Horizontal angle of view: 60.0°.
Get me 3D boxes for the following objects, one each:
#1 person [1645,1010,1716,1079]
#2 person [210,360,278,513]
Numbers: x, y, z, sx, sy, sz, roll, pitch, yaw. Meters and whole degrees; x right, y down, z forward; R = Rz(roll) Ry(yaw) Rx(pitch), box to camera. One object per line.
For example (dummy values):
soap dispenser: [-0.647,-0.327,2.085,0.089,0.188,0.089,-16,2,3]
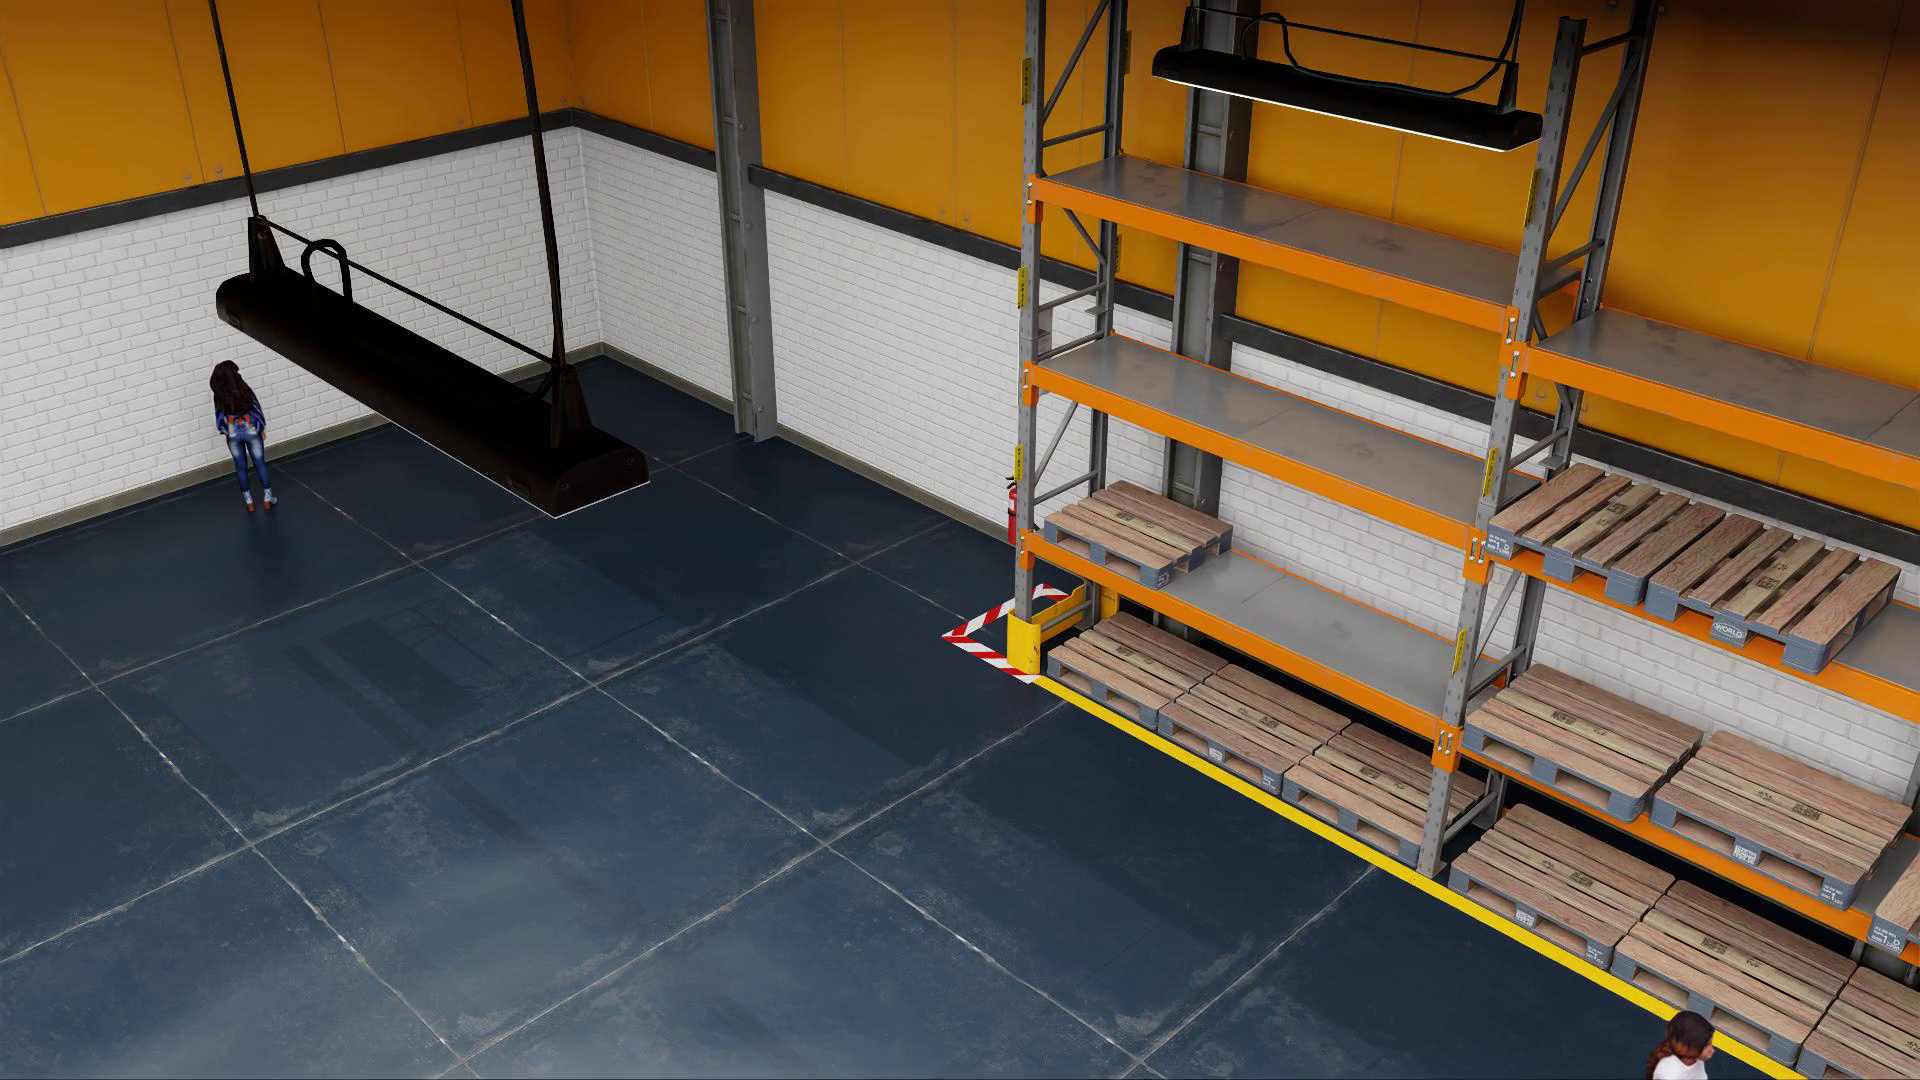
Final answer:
person: [3.712,3.161,8.805,0.553,1.719,0.615,19,34,31]
person: [-7.167,-1.052,16.637,0.694,1.616,0.712,-7,29,-12]
